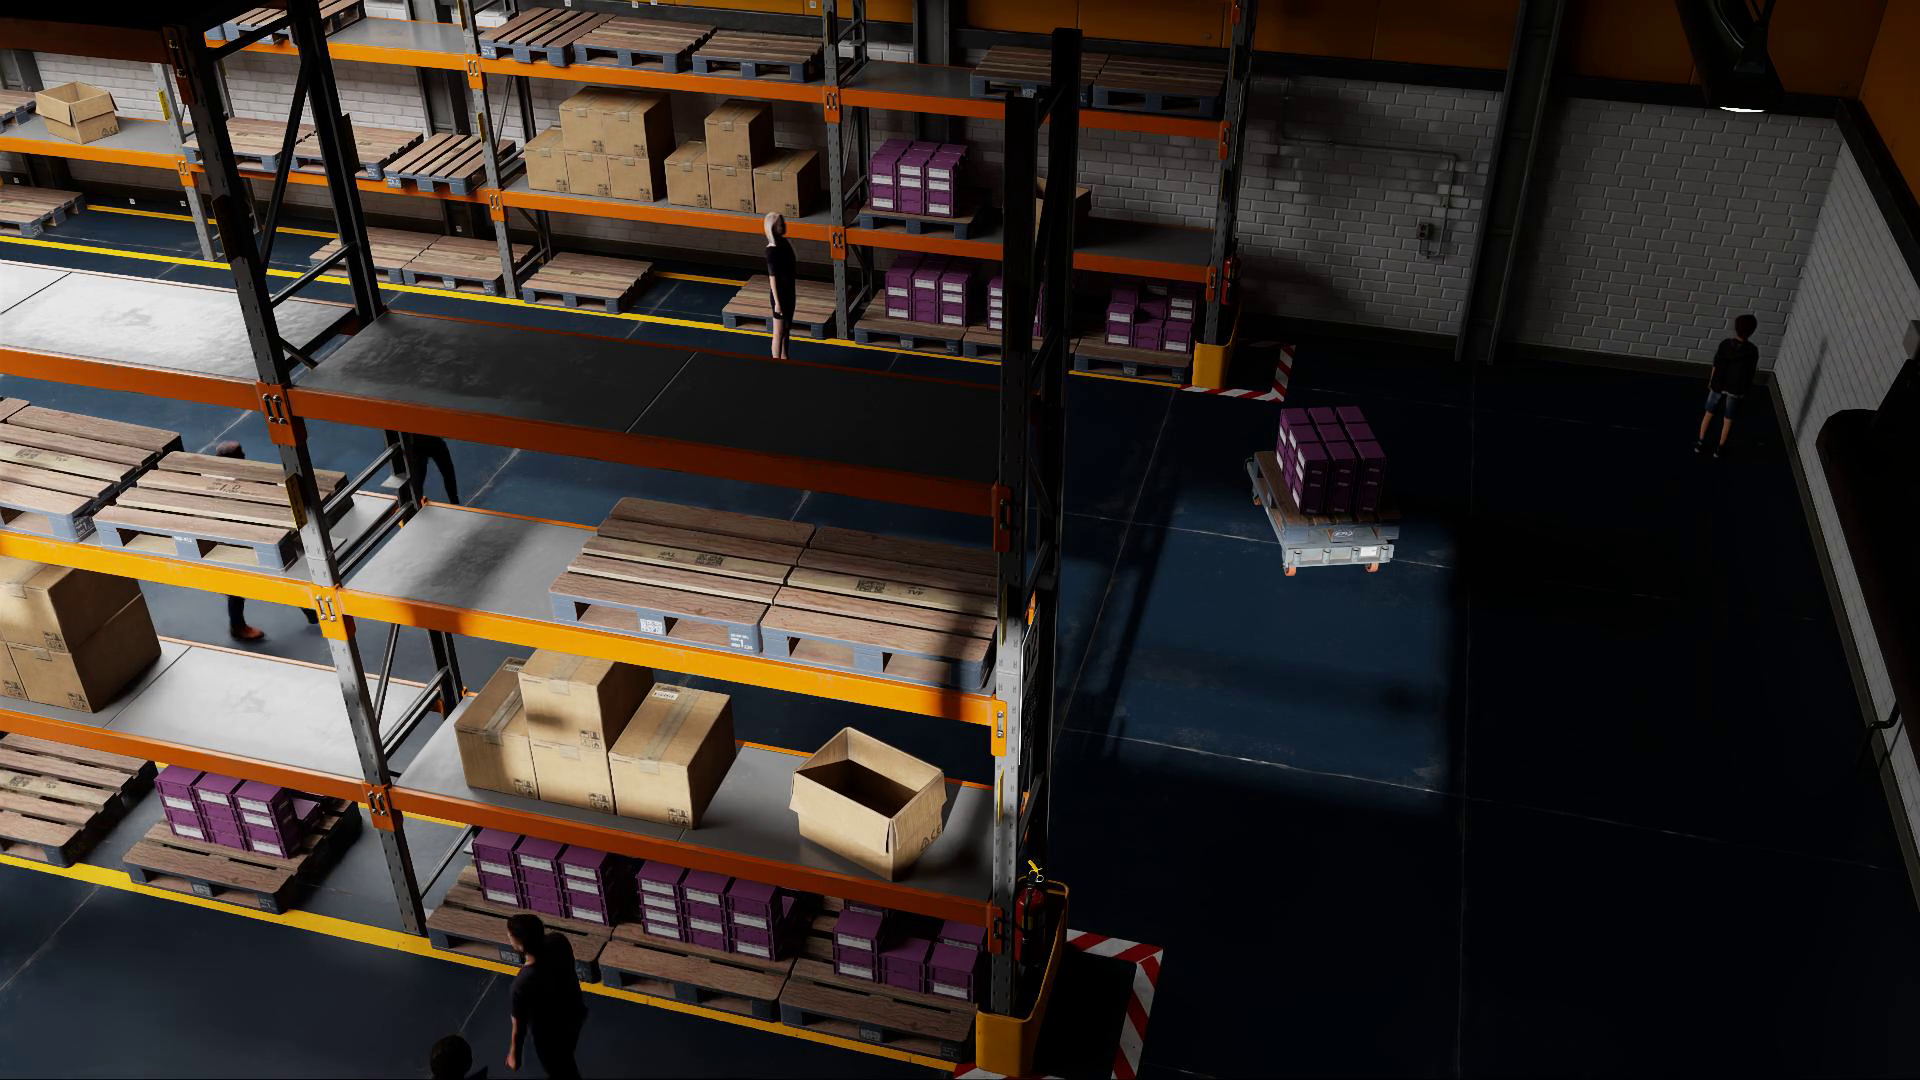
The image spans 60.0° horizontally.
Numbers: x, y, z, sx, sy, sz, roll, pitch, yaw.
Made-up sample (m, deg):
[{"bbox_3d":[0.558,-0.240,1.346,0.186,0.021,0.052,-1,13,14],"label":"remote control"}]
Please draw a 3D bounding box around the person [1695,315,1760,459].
[{"bbox_3d":[7.318,-1.474,15.831,0.565,1.448,0.672,25,41,32],"label":"person"}]

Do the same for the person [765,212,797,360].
[{"bbox_3d":[-1.821,-2.489,17.014,0.480,1.829,0.581,8,35,12],"label":"person"}]

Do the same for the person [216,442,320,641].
[{"bbox_3d":[-5.770,0.038,13.243,1.157,1.794,0.826,4,34,6],"label":"person"}]

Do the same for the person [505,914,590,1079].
[{"bbox_3d":[-2.166,2.746,9.214,0.845,1.743,0.685,10,35,15],"label":"person"}]

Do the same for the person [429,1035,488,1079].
[{"bbox_3d":[-2.543,3.200,8.607,0.589,1.660,0.662,25,41,32],"label":"person"}]
